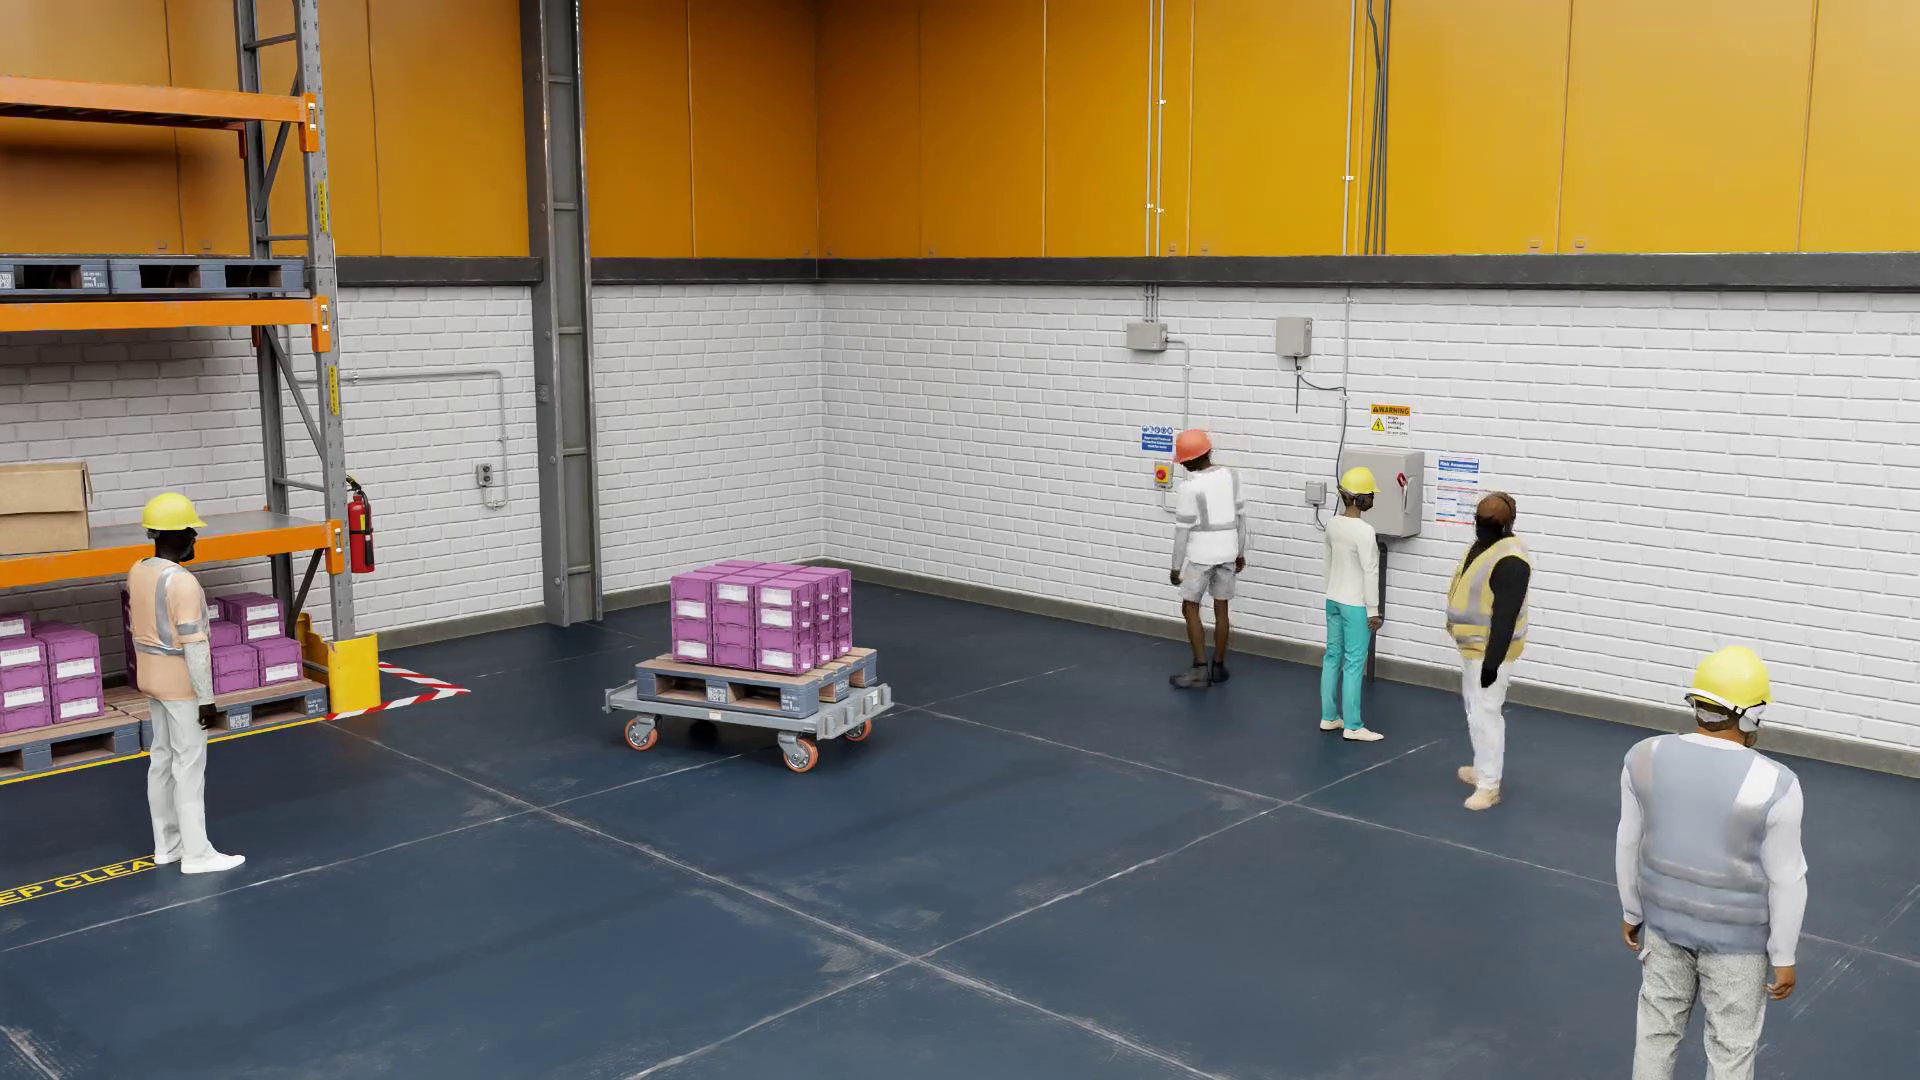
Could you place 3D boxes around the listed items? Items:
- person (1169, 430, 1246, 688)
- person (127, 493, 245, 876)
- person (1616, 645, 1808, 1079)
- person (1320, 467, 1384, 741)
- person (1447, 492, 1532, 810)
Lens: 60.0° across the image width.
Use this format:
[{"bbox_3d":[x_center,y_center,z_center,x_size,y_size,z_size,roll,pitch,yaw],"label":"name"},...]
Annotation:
[{"bbox_3d":[1.805,0.139,12.076,0.666,1.886,0.393,-4,10,-25],"label":"person"},{"bbox_3d":[-3.917,0.721,8.349,0.588,1.927,0.370,7,12,37],"label":"person"},{"bbox_3d":[2.445,1.245,5.426,0.403,1.831,0.596,-8,12,-39],"label":"person"},{"bbox_3d":[2.537,0.411,10.746,0.310,1.769,0.522,-4,10,-21],"label":"person"},{"bbox_3d":[2.961,0.608,9.435,0.432,1.811,0.764,0,9,2],"label":"person"}]
